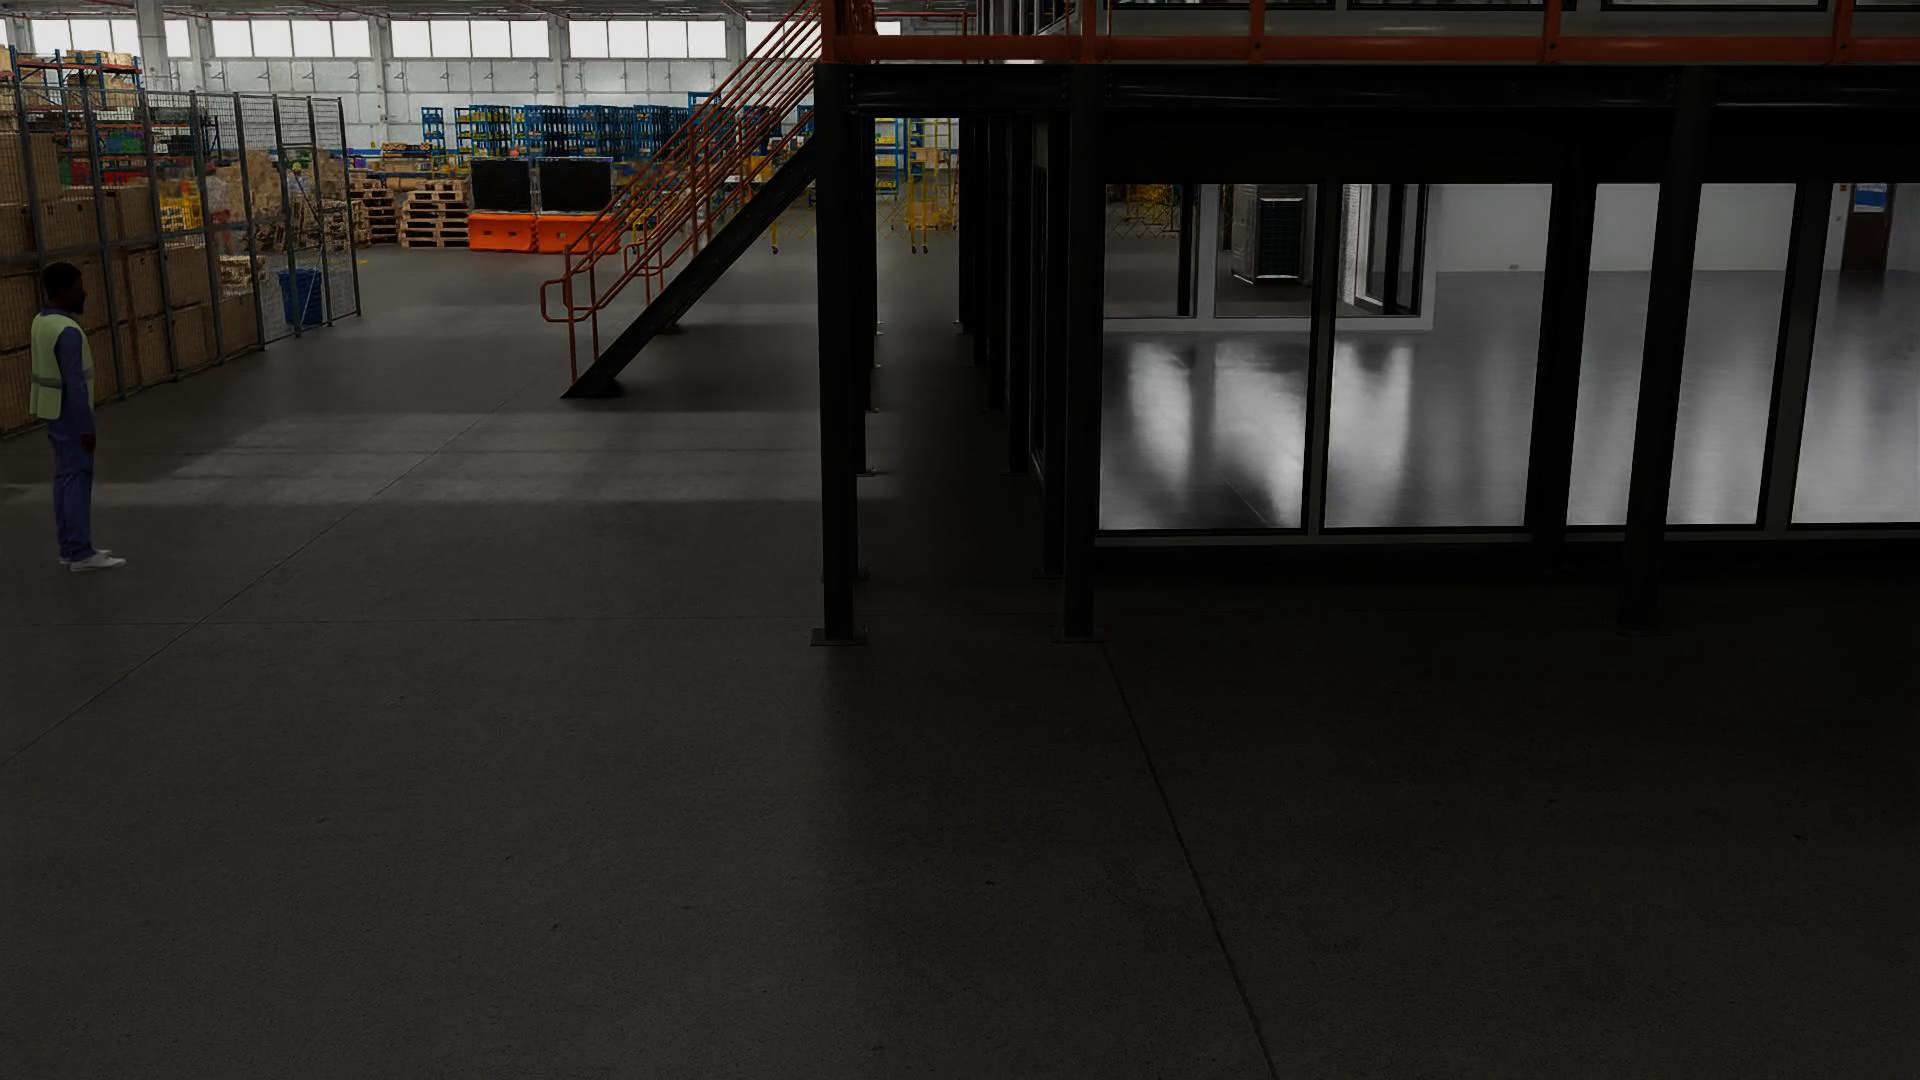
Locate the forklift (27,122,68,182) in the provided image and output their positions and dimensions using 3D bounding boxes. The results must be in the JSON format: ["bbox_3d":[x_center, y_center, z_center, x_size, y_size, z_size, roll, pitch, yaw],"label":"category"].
[{"bbox_3d":[-35.376,-14.773,64.377,1.129,2.768,1.873,-1,14,-2],"label":"forklift"}]

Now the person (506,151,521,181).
[{"bbox_3d":[-14.467,-11.629,53.866,0.599,1.877,0.994,-13,19,-41],"label":"person"}]

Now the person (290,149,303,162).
[{"bbox_3d":[-22.851,-12.519,57.381,0.677,1.882,0.471,3,14,14],"label":"person"}]

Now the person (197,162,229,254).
[{"bbox_3d":[-15.833,-7.038,35.331,0.627,1.960,0.873,-12,18,-40],"label":"person"}]

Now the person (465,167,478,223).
[{"bbox_3d":[-11.821,-8.117,40.102,0.609,1.728,0.489,3,14,13],"label":"person"}]

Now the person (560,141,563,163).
[{"bbox_3d":[-21.758,-20.920,91.044,0.389,1.846,0.565,-3,14,-13],"label":"person"}]

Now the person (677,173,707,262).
[{"bbox_3d":[-5.007,-5.947,31.153,0.588,1.864,0.619,-4,15,-17],"label":"person"}]

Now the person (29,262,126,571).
[{"bbox_3d":[-5.531,-0.754,10.318,0.384,1.913,0.593,-13,19,-41],"label":"person"}]

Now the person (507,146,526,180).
[{"bbox_3d":[-14.668,-12.024,55.139,0.619,2.022,0.618,0,14,2],"label":"person"}]

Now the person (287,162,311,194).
[{"bbox_3d":[-16.178,-8.331,40.762,0.596,1.828,0.403,-11,18,-38],"label":"person"}]

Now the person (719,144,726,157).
[{"bbox_3d":[-11.315,-17.953,79.221,0.404,1.830,0.588,-6,15,-22],"label":"person"}]
